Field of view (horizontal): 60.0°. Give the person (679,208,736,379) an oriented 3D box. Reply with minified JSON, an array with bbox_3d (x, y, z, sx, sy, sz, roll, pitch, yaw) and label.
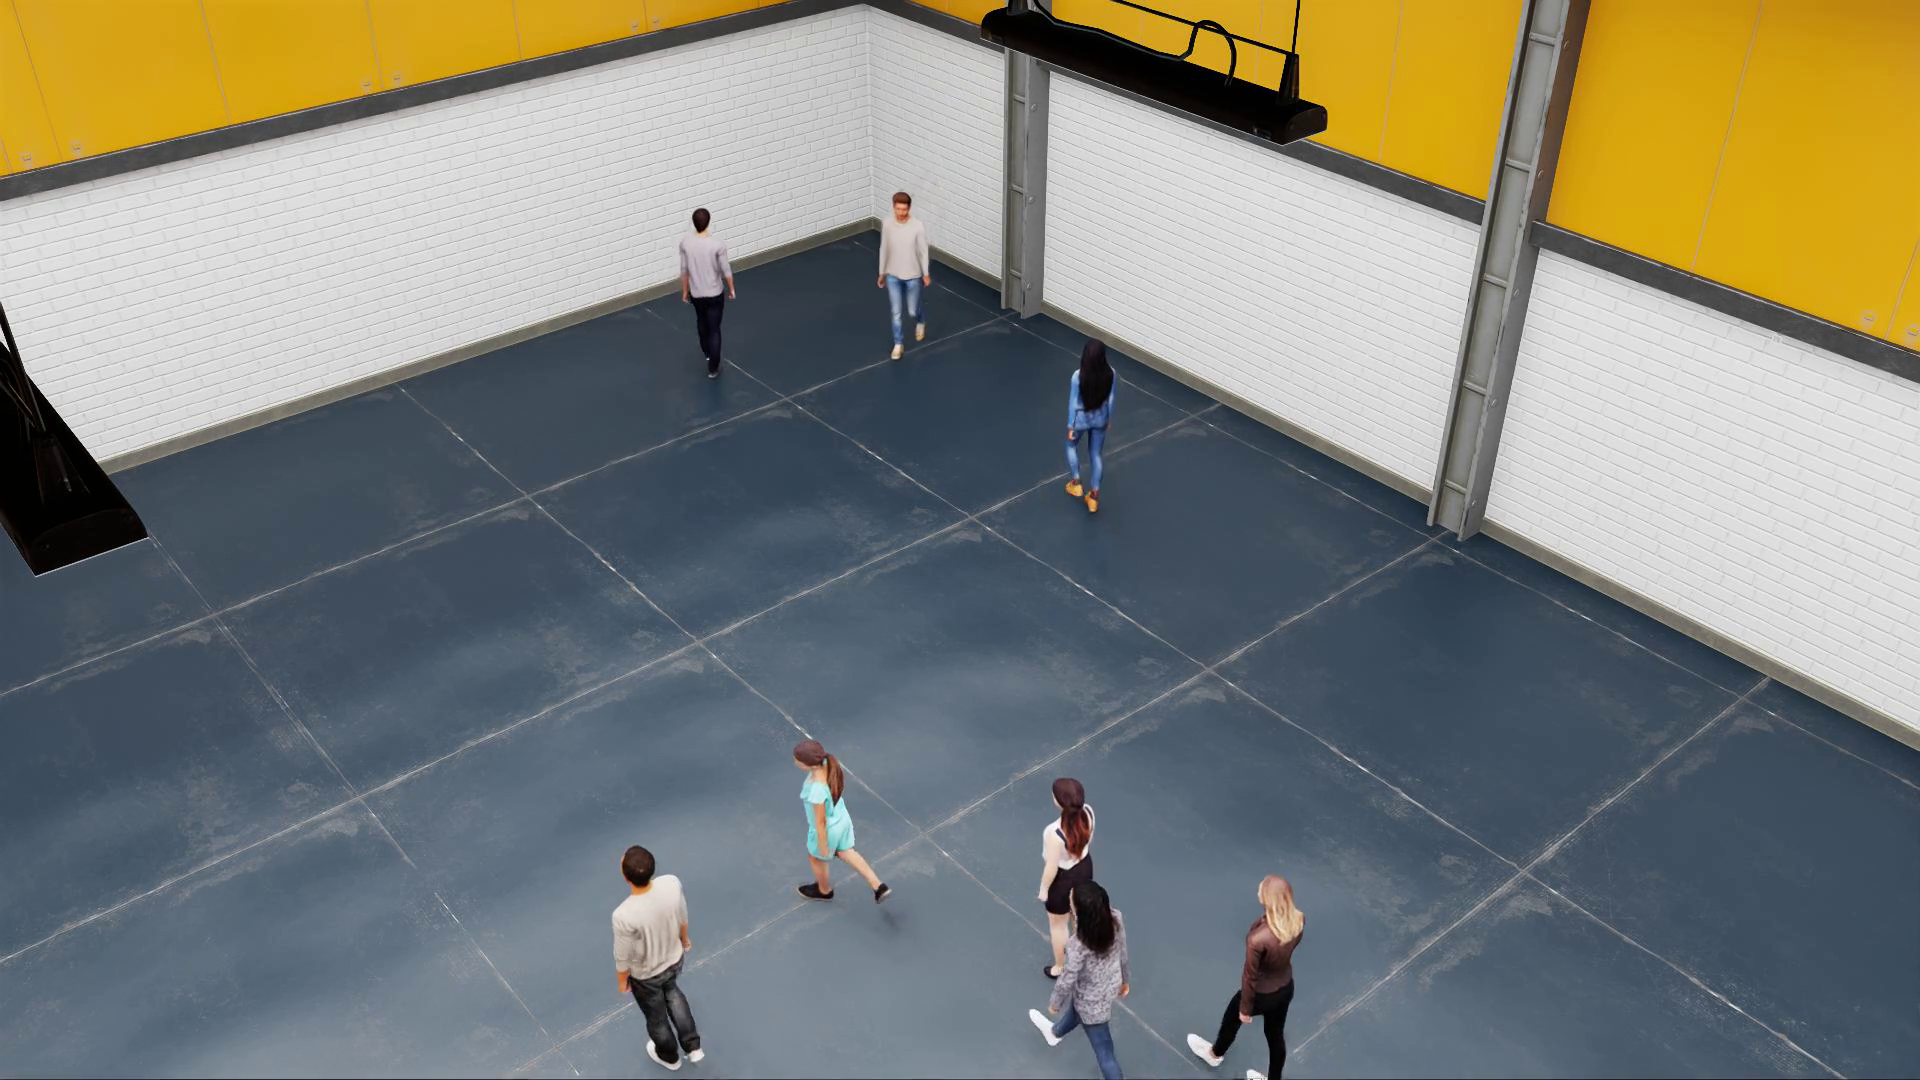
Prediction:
[{"bbox_3d":[-2.677,-2.553,17.396,0.963,1.822,1.012,5,34,7],"label":"person"}]

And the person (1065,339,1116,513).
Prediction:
[{"bbox_3d":[1.215,-1.007,15.184,0.769,1.696,0.829,-9,35,-13],"label":"person"}]

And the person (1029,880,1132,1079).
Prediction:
[{"bbox_3d":[0.844,2.696,9.617,0.724,1.692,1.144,-29,43,-36],"label":"person"}]

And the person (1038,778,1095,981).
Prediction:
[{"bbox_3d":[0.691,2.151,10.479,0.545,1.644,0.593,26,42,34],"label":"person"}]

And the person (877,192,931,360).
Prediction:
[{"bbox_3d":[-0.576,-2.880,17.834,0.955,1.882,0.999,9,35,13],"label":"person"}]

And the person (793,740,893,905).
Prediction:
[{"bbox_3d":[-0.799,1.899,10.962,1.034,1.530,0.877,14,36,20],"label":"person"}]

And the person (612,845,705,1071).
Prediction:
[{"bbox_3d":[-1.733,2.519,9.779,0.740,1.807,0.718,27,42,34],"label":"person"}]

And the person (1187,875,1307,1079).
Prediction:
[{"bbox_3d":[1.833,2.670,9.661,0.651,1.686,0.868,-22,39,-29],"label":"person"}]
